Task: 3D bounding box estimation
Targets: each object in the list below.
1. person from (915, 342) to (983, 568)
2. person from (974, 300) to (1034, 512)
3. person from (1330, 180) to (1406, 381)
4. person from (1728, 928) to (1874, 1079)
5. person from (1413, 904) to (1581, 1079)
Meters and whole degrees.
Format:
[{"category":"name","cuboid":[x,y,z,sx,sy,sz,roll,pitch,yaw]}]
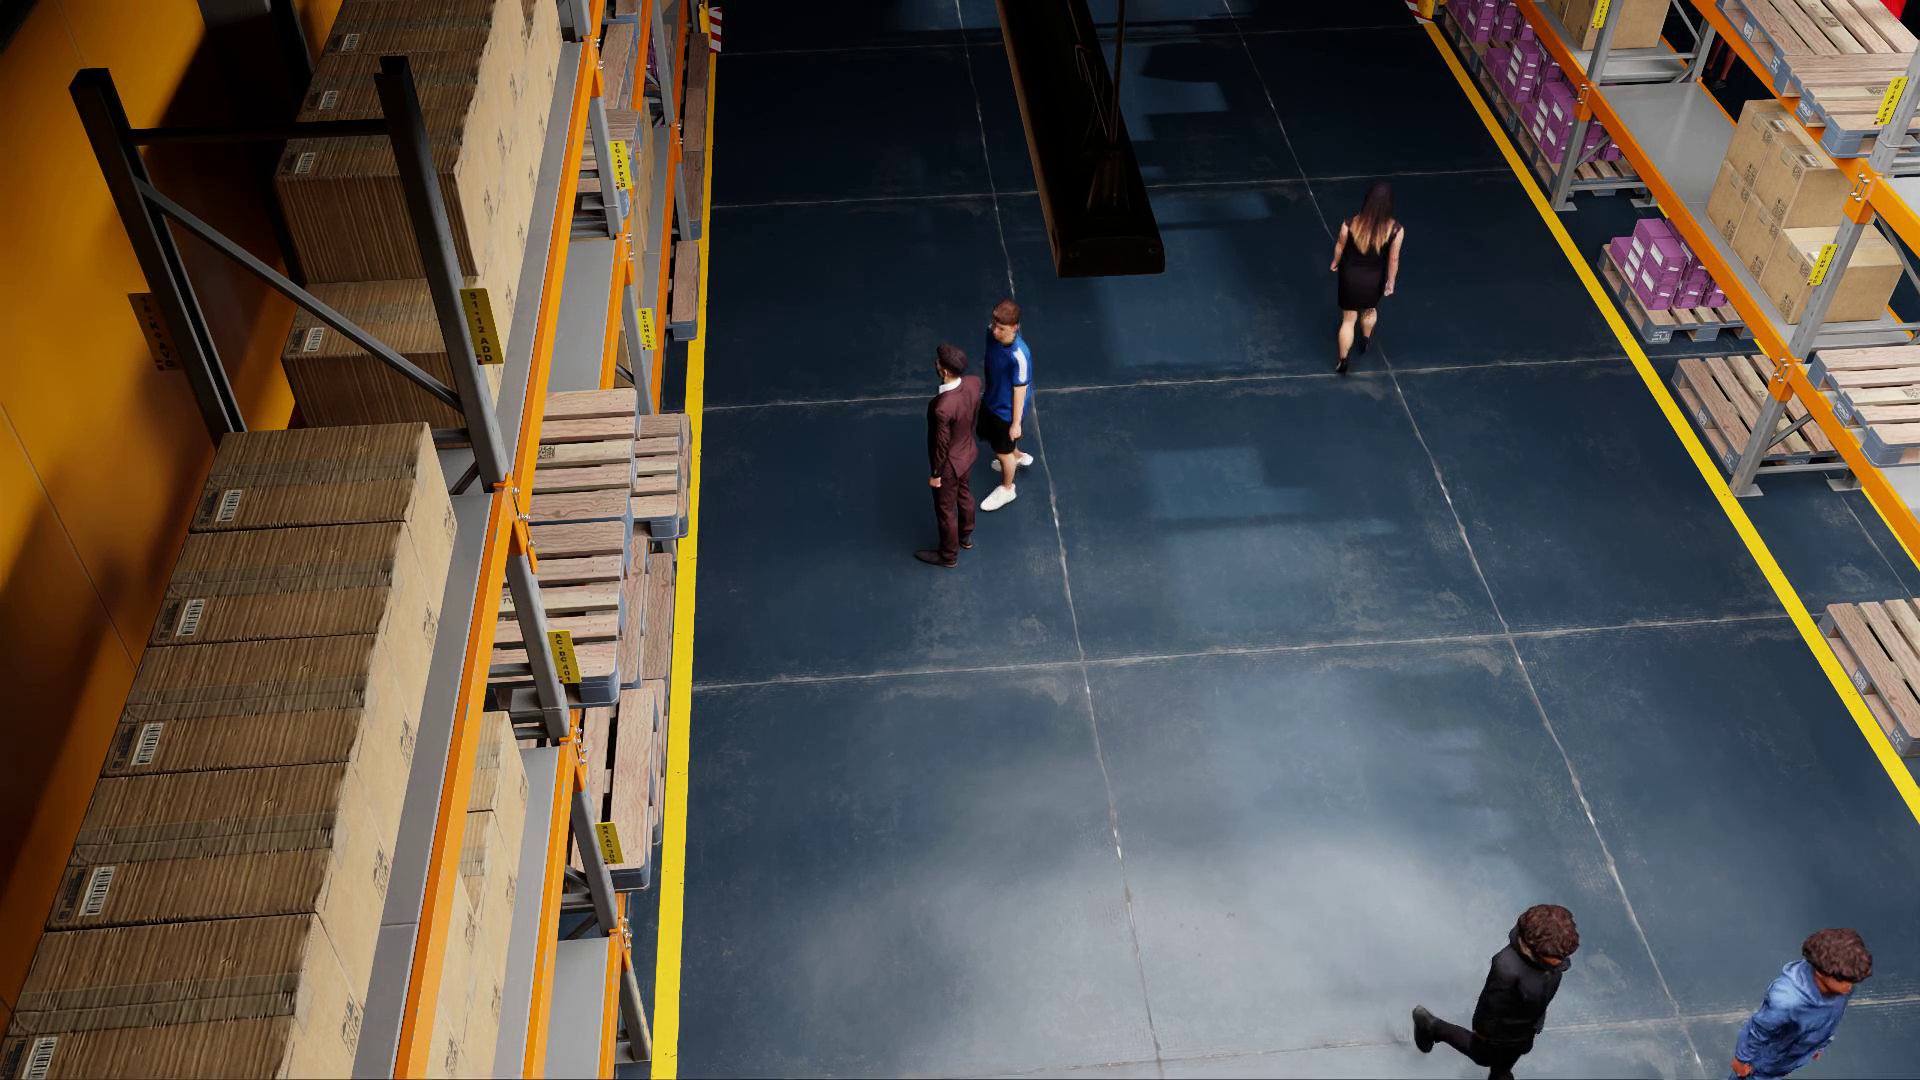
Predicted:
[{"category":"person","cuboid":[-0.051,-0.591,11.580,0.841,1.866,0.740,21,47,20]},{"category":"person","cuboid":[0.380,-0.992,12.013,0.981,1.848,0.919,-21,47,-21]},{"category":"person","cuboid":[3.185,-2.000,13.183,0.733,1.693,0.807,4,44,4]},{"category":"person","cuboid":[4.082,2.479,8.404,0.769,1.801,0.738,-16,46,-16]},{"category":"person","cuboid":[2.771,2.354,8.570,0.944,1.752,1.097,-28,50,-26]}]
